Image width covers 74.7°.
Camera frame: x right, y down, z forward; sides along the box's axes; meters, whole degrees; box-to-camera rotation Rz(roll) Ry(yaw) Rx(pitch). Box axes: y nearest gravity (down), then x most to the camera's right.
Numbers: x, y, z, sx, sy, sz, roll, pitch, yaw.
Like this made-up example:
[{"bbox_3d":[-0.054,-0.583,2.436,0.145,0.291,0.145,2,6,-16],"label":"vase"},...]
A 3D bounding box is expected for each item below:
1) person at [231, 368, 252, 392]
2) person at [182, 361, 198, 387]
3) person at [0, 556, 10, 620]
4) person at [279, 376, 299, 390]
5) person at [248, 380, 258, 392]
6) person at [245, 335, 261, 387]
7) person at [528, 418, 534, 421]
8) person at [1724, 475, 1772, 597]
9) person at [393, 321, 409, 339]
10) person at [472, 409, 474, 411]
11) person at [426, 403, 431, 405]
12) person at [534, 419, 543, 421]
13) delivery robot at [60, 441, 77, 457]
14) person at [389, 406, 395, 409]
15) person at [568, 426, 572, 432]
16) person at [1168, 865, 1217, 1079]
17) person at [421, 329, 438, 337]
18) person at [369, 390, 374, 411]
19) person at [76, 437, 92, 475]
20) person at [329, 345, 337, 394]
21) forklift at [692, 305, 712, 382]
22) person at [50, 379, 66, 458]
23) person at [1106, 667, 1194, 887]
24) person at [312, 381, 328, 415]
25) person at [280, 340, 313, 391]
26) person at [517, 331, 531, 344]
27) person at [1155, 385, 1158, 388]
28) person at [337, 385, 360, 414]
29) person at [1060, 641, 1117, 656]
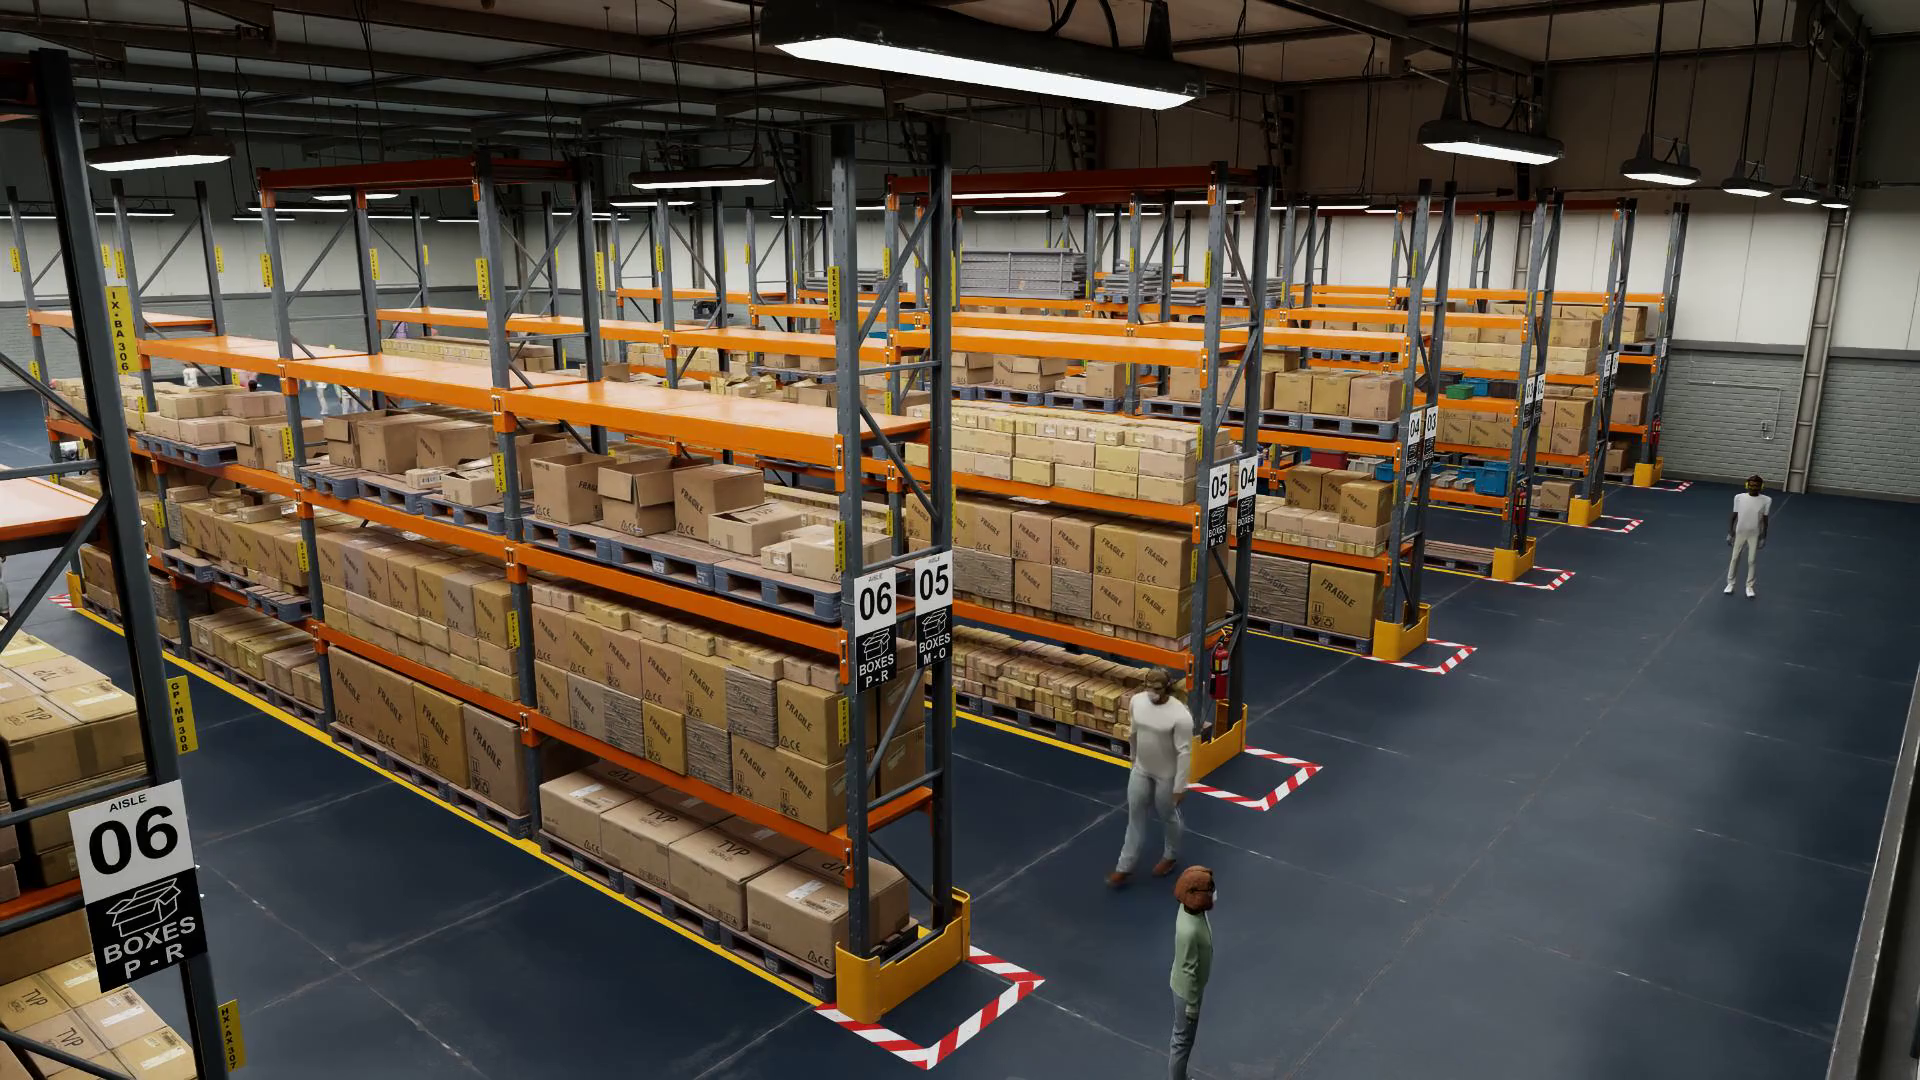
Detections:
[{"bbox_3d":[-22.148,-4.818,38.794,0.557,1.743,0.640,-6,15,-22],"label":"person"},{"bbox_3d":[-23.632,-4.748,38.783,0.685,1.616,0.521,4,14,15],"label":"person"},{"bbox_3d":[-13.771,0.216,17.700,0.372,1.940,0.631,9,16,33],"label":"person"},{"bbox_3d":[-19.958,-4.424,37.504,0.506,1.600,0.806,-6,15,-22],"label":"person"},{"bbox_3d":[-17.170,-2.954,30.804,0.377,1.914,0.588,9,16,32],"label":"person"},{"bbox_3d":[-25.271,-6.354,44.836,0.659,1.886,0.717,4,14,14],"label":"person"},{"bbox_3d":[-8.952,-1.860,26.416,0.573,1.858,0.919,-10,17,-35],"label":"person"},{"bbox_3d":[11.925,-0.079,19.080,0.510,1.862,0.320,10,17,35],"label":"person"},{"bbox_3d":[-24.070,-8.715,54.230,0.615,2.037,0.390,-10,17,-35],"label":"person"},{"bbox_3d":[-14.365,-4.381,36.835,0.596,1.837,0.980,-6,15,-25],"label":"person"},{"bbox_3d":[-16.316,-4.970,38.917,0.395,1.993,0.614,7,15,27],"label":"person"},{"bbox_3d":[-12.097,-4.167,35.997,0.653,1.807,0.788,0,14,1],"label":"person"},{"bbox_3d":[-21.814,-2.300,30.829,0.477,0.478,0.707,1,14,5],"label":"delivery robot"},{"bbox_3d":[-13.016,-2.378,29.091,0.819,1.592,0.528,-3,14,-11],"label":"person"},{"bbox_3d":[-11.103,-3.746,34.273,0.958,1.821,0.525,-2,14,-8],"label":"person"},{"bbox_3d":[1.442,2.775,7.805,0.282,1.636,0.500,3,14,13],"label":"person"},{"bbox_3d":[-21.375,-7.853,50.823,0.643,1.968,0.468,-6,15,-22],"label":"person"},{"bbox_3d":[-15.814,-3.596,33.982,0.795,1.655,0.548,0,14,-2],"label":"person"},{"bbox_3d":[-16.836,-1.384,24.484,0.621,1.845,0.429,-1,14,-2],"label":"person"},{"bbox_3d":[-21.289,-5.791,42.937,0.493,1.689,0.934,-6,15,-23],"label":"person"},{"bbox_3d":[-9.511,-7.392,47.124,1.873,2.768,1.129,11,17,38],"label":"forklift"},{"bbox_3d":[-22.027,-2.992,30.920,0.376,1.925,0.552,-2,14,-9],"label":"person"},{"bbox_3d":[1.611,1.976,10.531,0.653,1.902,0.840,12,18,41],"label":"person"},{"bbox_3d":[-19.428,-4.603,38.169,0.479,1.620,0.534,1,14,5],"label":"person"},{"bbox_3d":[-23.220,-6.124,43.932,1.058,1.876,0.623,-9,17,-34],"label":"person"},{"bbox_3d":[-19.167,-8.948,55.474,0.643,1.905,0.400,5,14,19],"label":"person"},{"bbox_3d":[5.292,-3.457,33.481,0.430,1.620,0.506,12,18,39],"label":"person"},{"bbox_3d":[-17.008,-4.007,35.056,0.389,1.946,0.603,12,18,40],"label":"person"},{"bbox_3d":[1.726,0.580,16.292,0.899,1.910,0.555,13,19,43],"label":"person"}]
